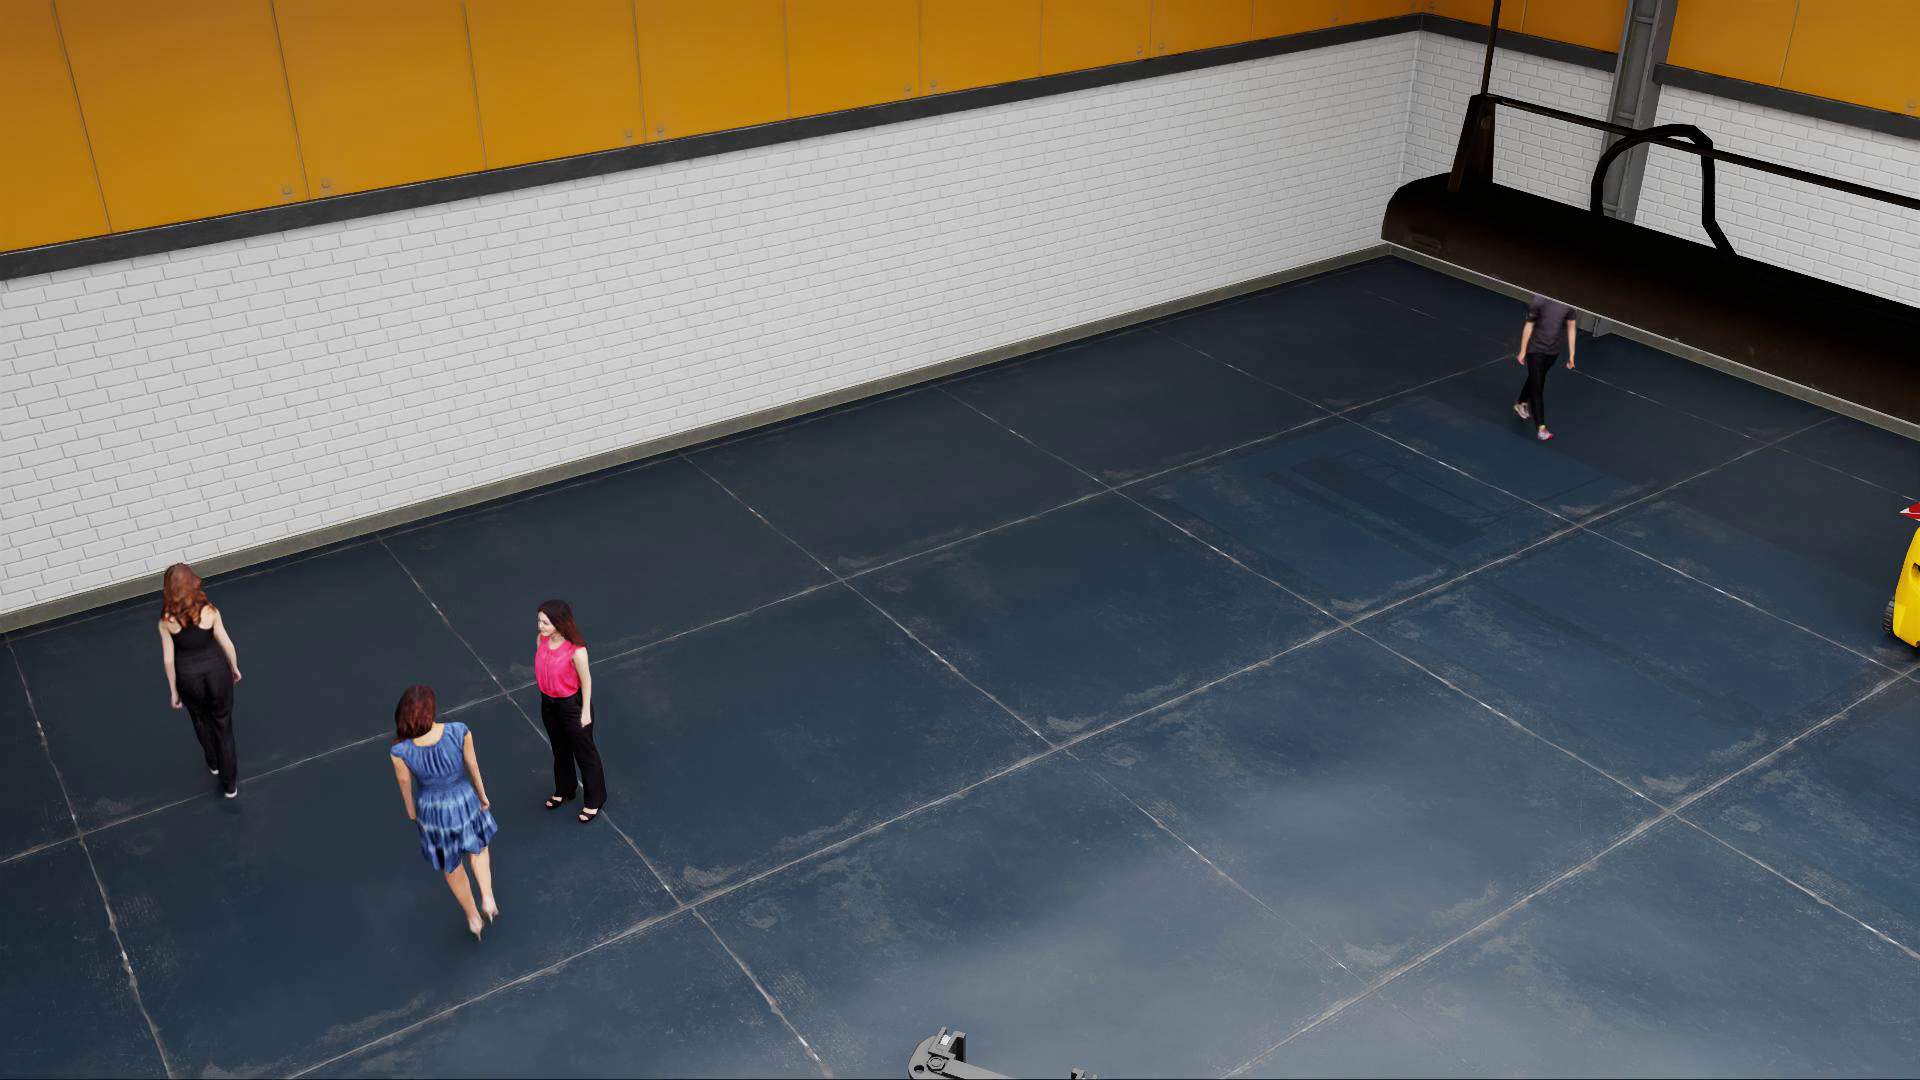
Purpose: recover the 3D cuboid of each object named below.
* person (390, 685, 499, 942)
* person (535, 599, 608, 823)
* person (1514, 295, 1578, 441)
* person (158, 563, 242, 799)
[{"bbox_3d":[-3.022,1.696,9.878,0.730,1.785,0.711,-12,31,-21],"label":"person"},{"bbox_3d":[-2.623,1.121,11.061,0.575,1.660,0.707,17,33,28],"label":"person"},{"bbox_3d":[5.777,-1.898,16.546,1.048,1.709,1.290,-3,29,-6],"label":"person"},{"bbox_3d":[-5.095,0.993,11.224,0.686,1.730,0.820,-13,31,-23],"label":"person"}]
